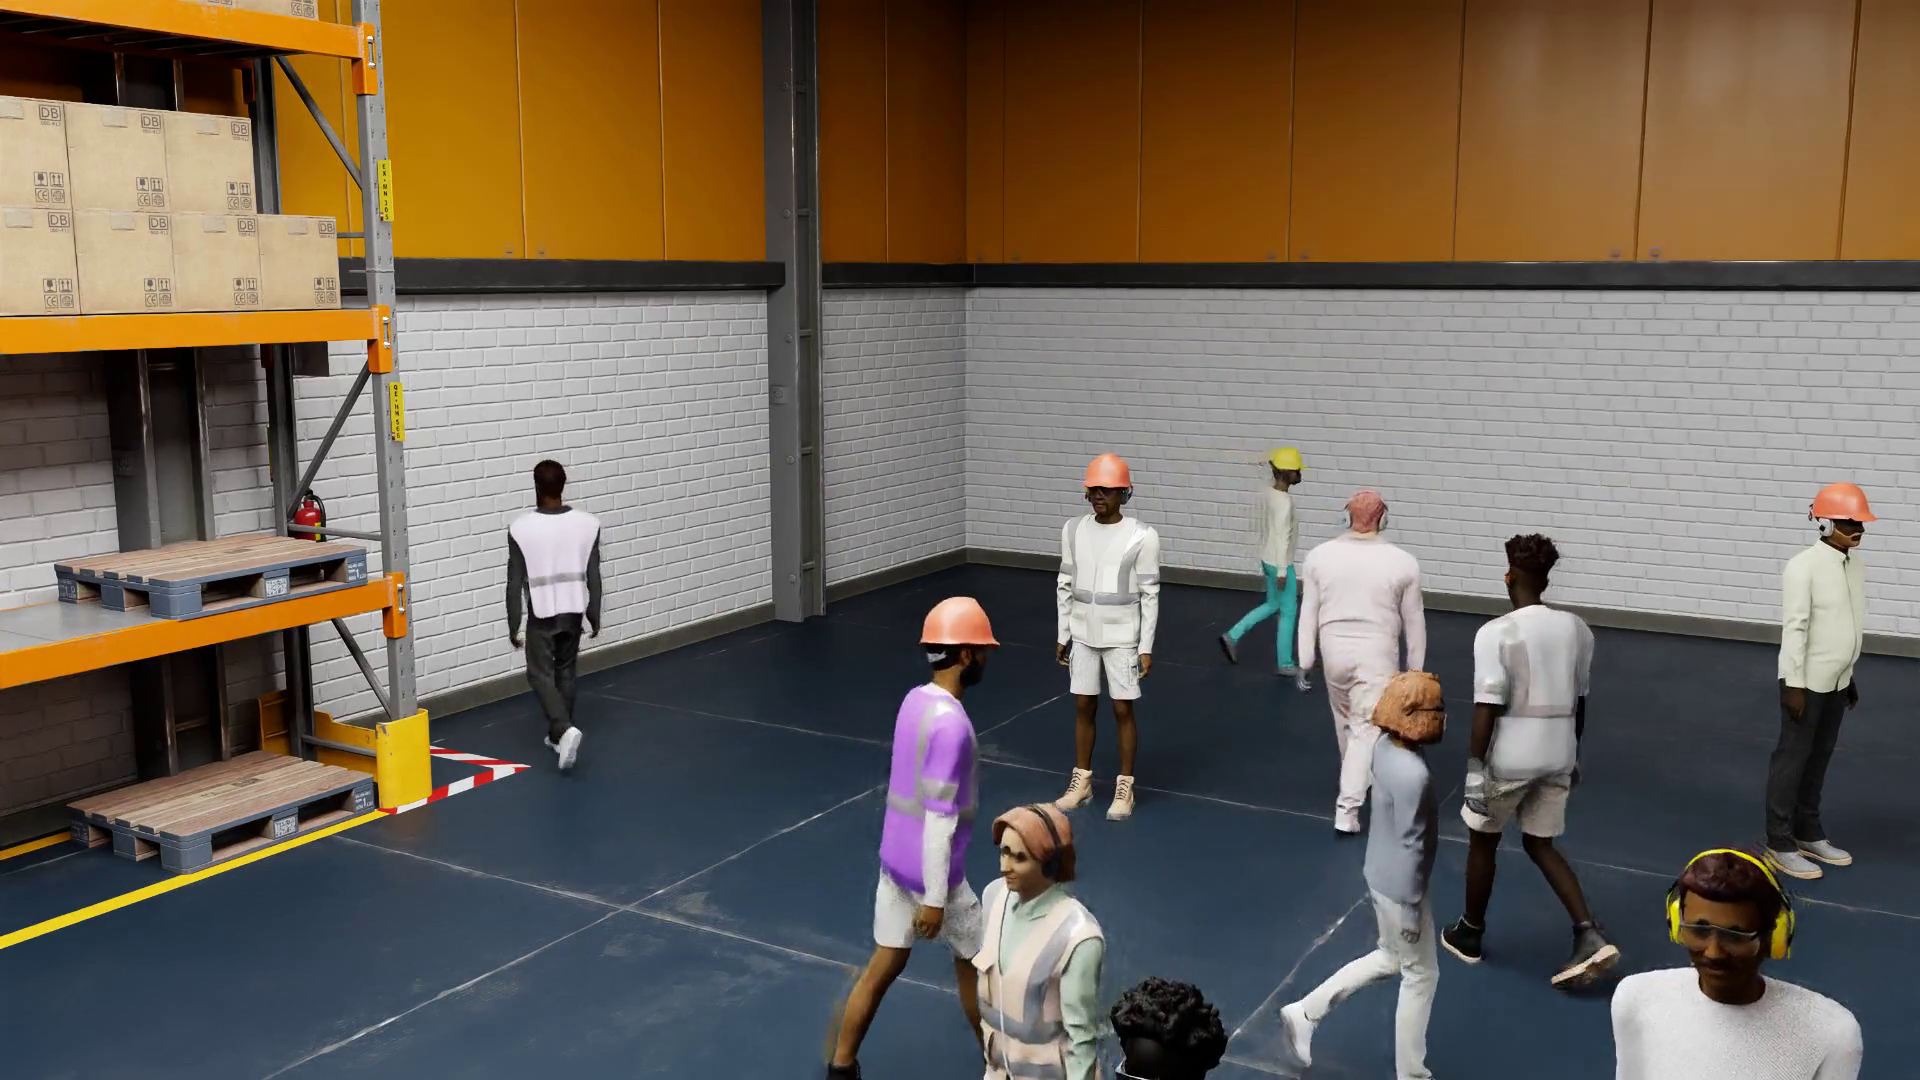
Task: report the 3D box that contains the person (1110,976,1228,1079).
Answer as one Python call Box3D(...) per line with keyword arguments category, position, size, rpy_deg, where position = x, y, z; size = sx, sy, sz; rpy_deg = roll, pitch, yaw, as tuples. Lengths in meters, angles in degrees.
Box3D(category="person", position=(0.402, 1.667, 3.284), size=(0.540, 1.695, 0.317), rpy_deg=(4, 10, 23))

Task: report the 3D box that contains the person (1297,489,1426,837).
Box3D(category="person", position=(2.222, 0.646, 9.166), size=(0.664, 1.851, 1.022), rpy_deg=(5, 10, 28))

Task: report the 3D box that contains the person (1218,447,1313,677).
Box3D(category="person", position=(2.320, 0.169, 12.474), size=(0.616, 1.755, 0.522), rpy_deg=(0, 9, -2))

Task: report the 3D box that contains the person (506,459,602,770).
Box3D(category="person", position=(-2.488, 0.449, 10.274), size=(0.610, 1.897, 0.804), rpy_deg=(-6, 11, -35))

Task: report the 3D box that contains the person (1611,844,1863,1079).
Box3D(category="person", position=(1.674, 1.535, 3.630), size=(0.530, 1.852, 0.627), rpy_deg=(5, 11, 30))

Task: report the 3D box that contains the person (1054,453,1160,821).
Box3D(category="person", position=(0.804, 0.536, 9.257), size=(0.604, 2.048, 0.367), rpy_deg=(5, 10, 29))

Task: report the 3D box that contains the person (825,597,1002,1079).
Box3D(category="person", position=(-0.108, 1.151, 5.957), size=(0.934, 1.886, 0.554), rpy_deg=(-4, 10, -22))

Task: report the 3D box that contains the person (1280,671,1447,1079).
Box3D(category="person", position=(1.537, 1.263, 6.080), size=(0.599, 1.616, 0.501), rpy_deg=(1, 9, 4))

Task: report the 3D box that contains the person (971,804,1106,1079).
Box3D(category="person", position=(0.196, 1.507, 4.603), size=(0.781, 1.597, 0.535), rpy_deg=(-6, 11, -35))

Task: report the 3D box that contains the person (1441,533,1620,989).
Box3D(category="person", position=(2.447, 0.946, 7.112), size=(0.701, 1.927, 0.772), rpy_deg=(-3, 10, -20))

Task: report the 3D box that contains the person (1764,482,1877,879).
Box3D(category="person", position=(4.367, 0.695, 8.422), size=(0.612, 1.996, 0.388), rpy_deg=(-6, 11, -33))
